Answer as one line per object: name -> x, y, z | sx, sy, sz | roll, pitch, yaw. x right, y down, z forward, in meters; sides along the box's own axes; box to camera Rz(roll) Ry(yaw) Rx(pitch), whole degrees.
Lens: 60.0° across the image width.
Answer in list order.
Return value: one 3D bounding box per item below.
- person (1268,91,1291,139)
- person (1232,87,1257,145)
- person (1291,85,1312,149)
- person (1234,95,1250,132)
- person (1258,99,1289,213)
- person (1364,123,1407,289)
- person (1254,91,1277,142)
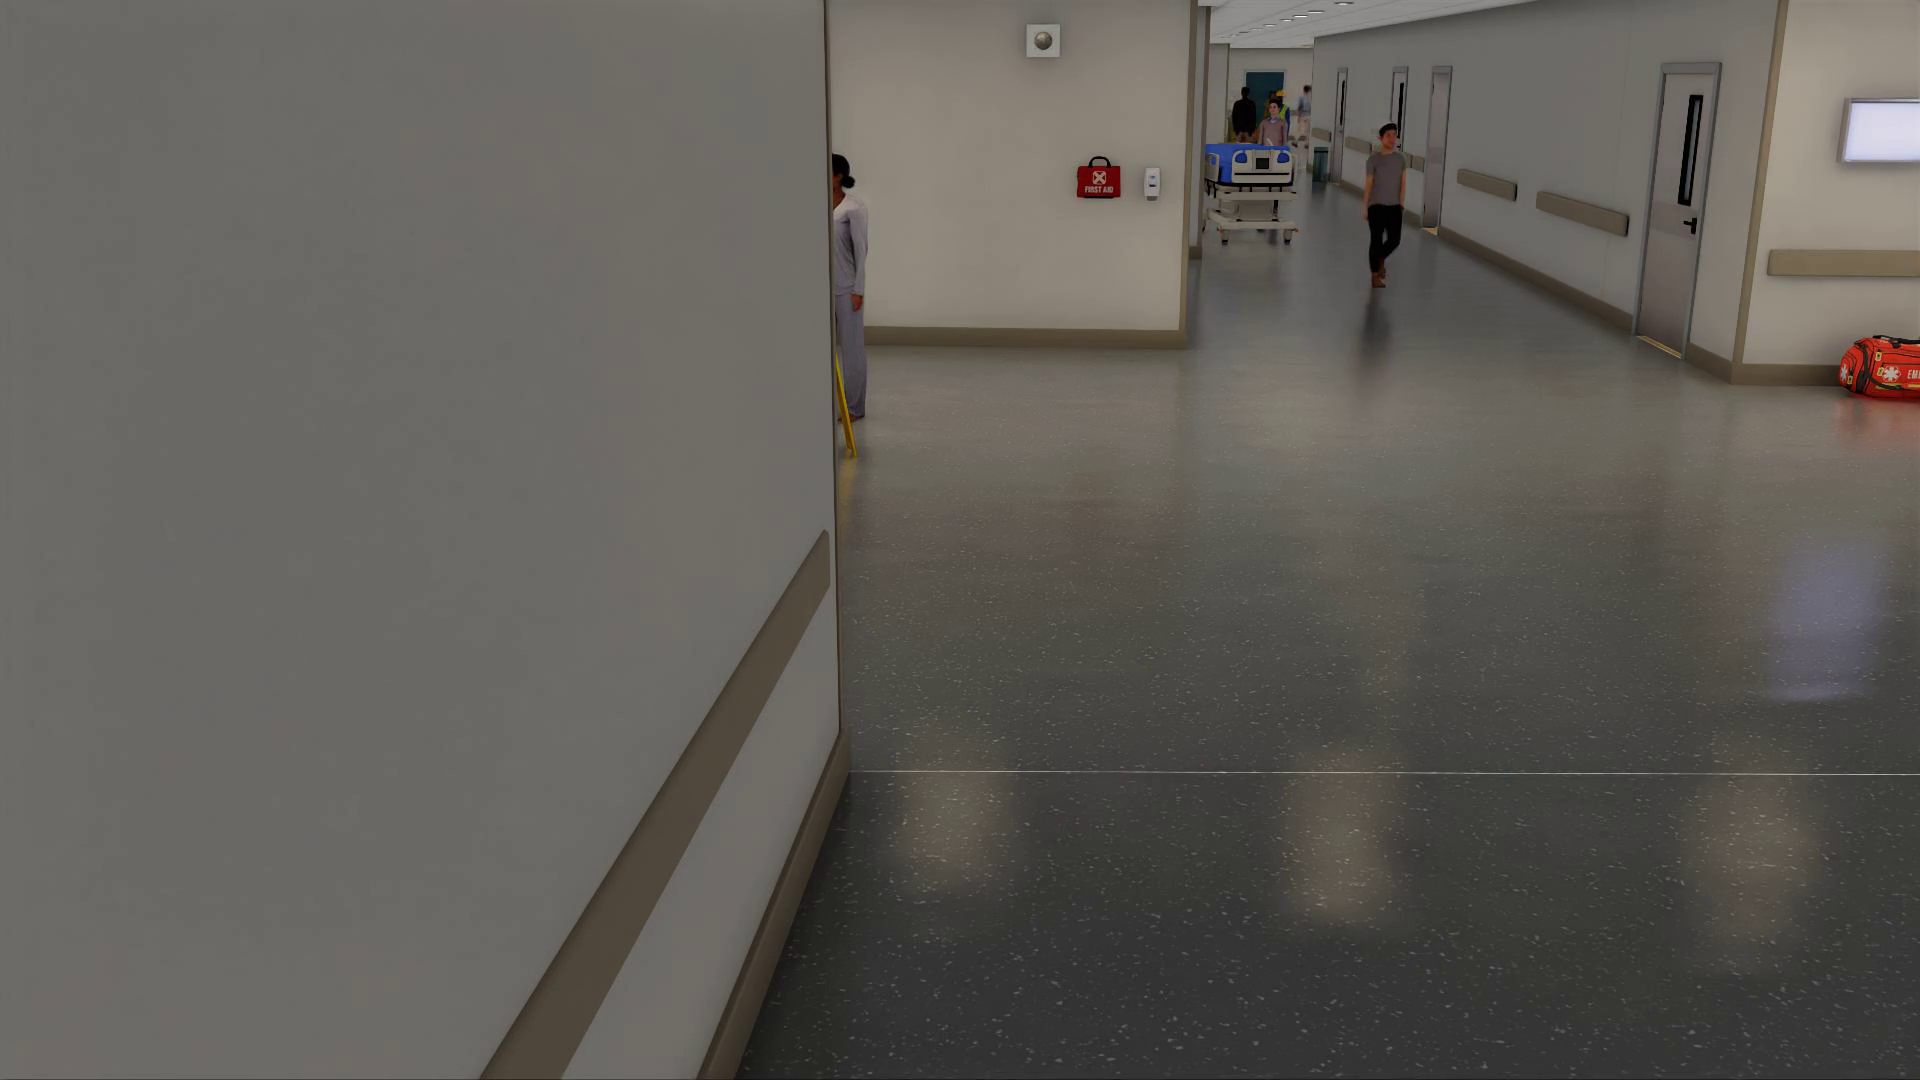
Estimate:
person -> 7.304, -9.404, 38.327 | 1.044, 1.782, 0.753 | 2, 16, 8
person -> 6.201, -8.917, 36.378 | 0.745, 1.901, 0.754 | 3, 16, 11
person -> 10.256, -12.513, 49.311 | 1.191, 1.805, 0.982 | -4, 16, -13
person -> 7.451, -10.868, 43.629 | 0.648, 1.722, 0.783 | 11, 19, 33
person -> 5.118, -6.296, 27.253 | 0.581, 1.808, 0.736 | 6, 17, 20
person -> 4.501, -3.568, 17.756 | 0.817, 1.712, 0.757 | -2, 16, -5
person -> 9.608, -13.123, 51.787 | 1.157, 1.636, 1.172 | -10, 19, -31
